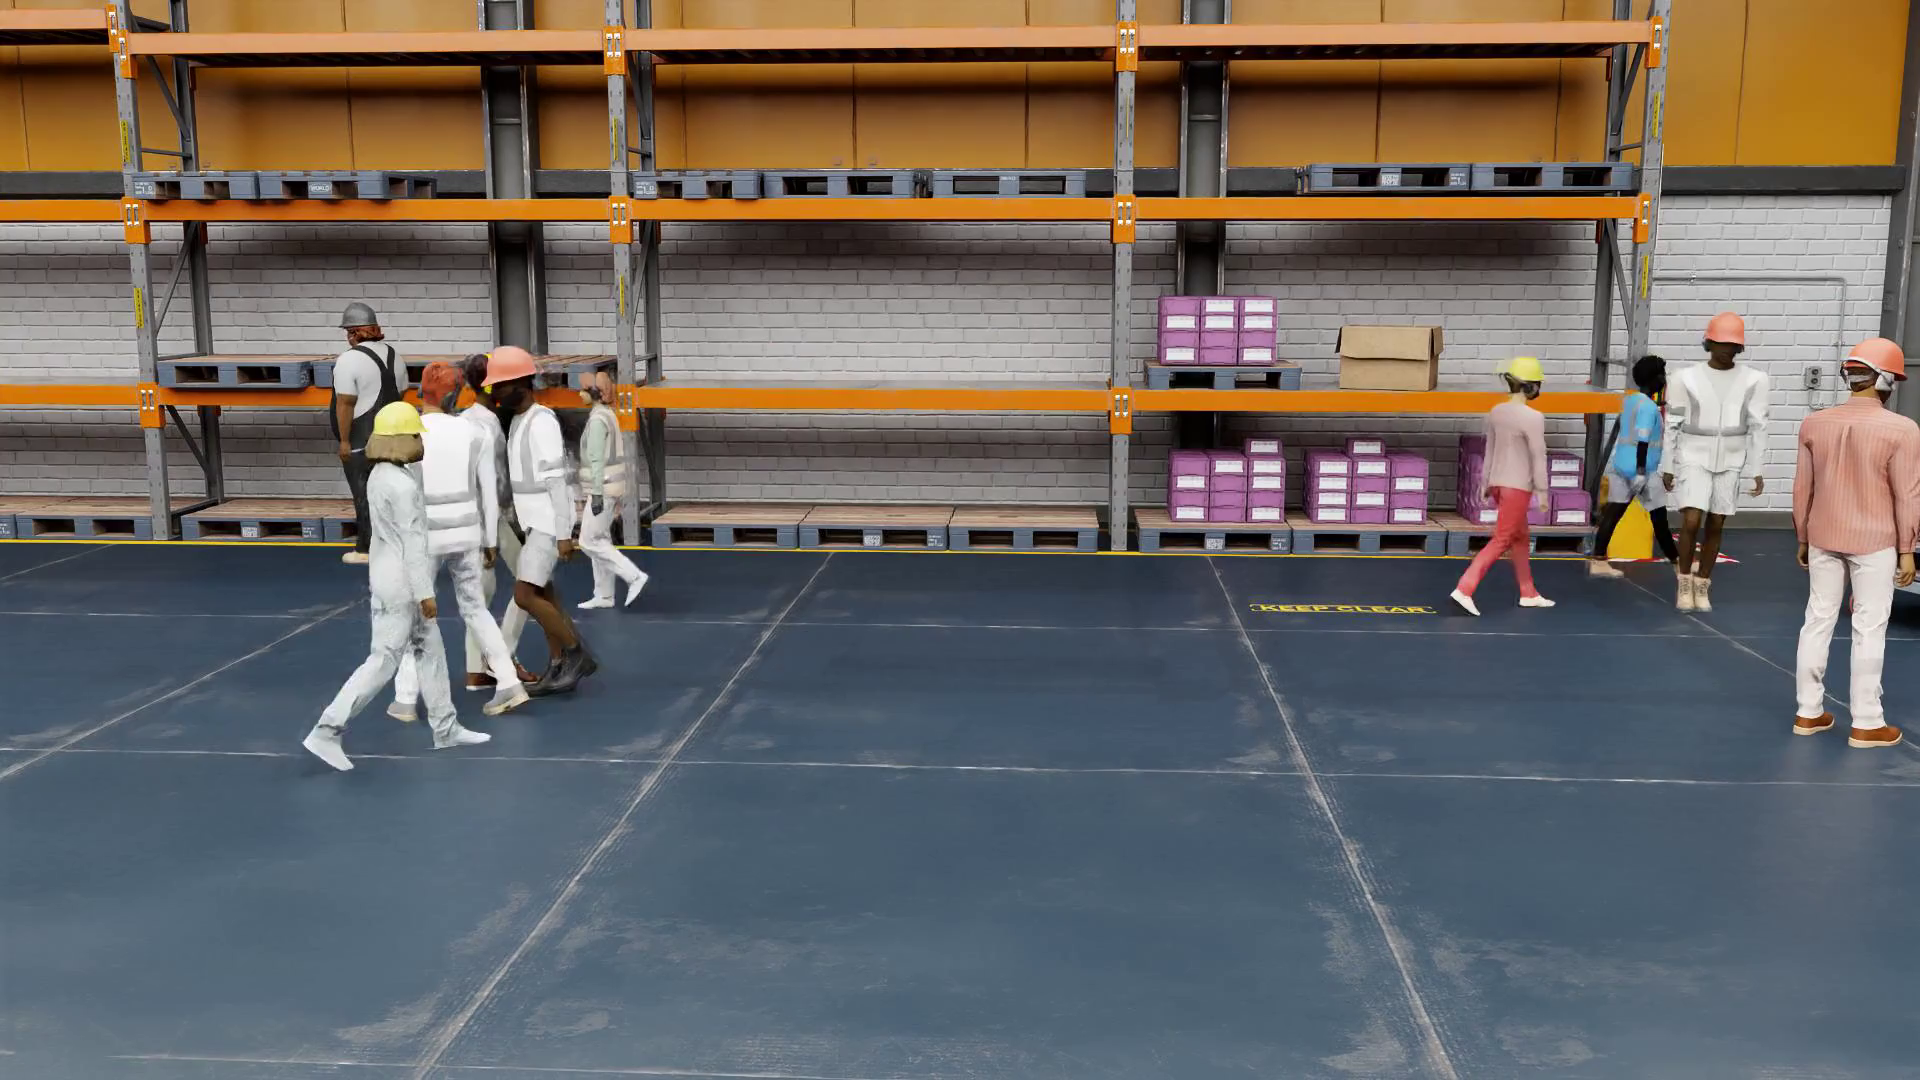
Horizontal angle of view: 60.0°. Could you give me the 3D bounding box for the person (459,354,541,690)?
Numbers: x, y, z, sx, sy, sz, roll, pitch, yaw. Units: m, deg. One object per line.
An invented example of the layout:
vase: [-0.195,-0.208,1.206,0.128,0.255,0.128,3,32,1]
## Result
person: [-2.524,-0.097,9.125,0.549,1.854,0.526,-7,12,-34]

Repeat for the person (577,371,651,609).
person: [-2.356,-0.316,11.104,0.423,1.623,0.531,-1,10,-6]

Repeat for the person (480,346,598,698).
person: [-2.284,-0.074,8.877,0.477,1.906,0.598,-5,11,-28]

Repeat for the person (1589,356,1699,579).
person: [5.053,-0.512,12.143,0.843,1.648,0.552,1,10,7]

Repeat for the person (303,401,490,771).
person: [-2.691,0.207,7.793,0.841,1.714,0.492,-5,11,-28]

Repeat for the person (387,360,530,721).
person: [-2.644,0.017,8.502,0.653,1.872,0.582,-7,12,-35]

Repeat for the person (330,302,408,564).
person: [-4.649,-0.847,12.998,0.535,2.000,0.682,4,10,21]

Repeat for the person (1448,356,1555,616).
person: [3.634,-0.355,11.047,0.880,1.732,0.539,-3,10,-16]

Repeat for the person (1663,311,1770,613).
person: [4.995,-0.496,10.996,0.607,2.021,0.586,2,10,13]

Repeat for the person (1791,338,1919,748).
person: [4.382,0.013,8.129,0.393,1.985,0.611,-6,11,-32]
